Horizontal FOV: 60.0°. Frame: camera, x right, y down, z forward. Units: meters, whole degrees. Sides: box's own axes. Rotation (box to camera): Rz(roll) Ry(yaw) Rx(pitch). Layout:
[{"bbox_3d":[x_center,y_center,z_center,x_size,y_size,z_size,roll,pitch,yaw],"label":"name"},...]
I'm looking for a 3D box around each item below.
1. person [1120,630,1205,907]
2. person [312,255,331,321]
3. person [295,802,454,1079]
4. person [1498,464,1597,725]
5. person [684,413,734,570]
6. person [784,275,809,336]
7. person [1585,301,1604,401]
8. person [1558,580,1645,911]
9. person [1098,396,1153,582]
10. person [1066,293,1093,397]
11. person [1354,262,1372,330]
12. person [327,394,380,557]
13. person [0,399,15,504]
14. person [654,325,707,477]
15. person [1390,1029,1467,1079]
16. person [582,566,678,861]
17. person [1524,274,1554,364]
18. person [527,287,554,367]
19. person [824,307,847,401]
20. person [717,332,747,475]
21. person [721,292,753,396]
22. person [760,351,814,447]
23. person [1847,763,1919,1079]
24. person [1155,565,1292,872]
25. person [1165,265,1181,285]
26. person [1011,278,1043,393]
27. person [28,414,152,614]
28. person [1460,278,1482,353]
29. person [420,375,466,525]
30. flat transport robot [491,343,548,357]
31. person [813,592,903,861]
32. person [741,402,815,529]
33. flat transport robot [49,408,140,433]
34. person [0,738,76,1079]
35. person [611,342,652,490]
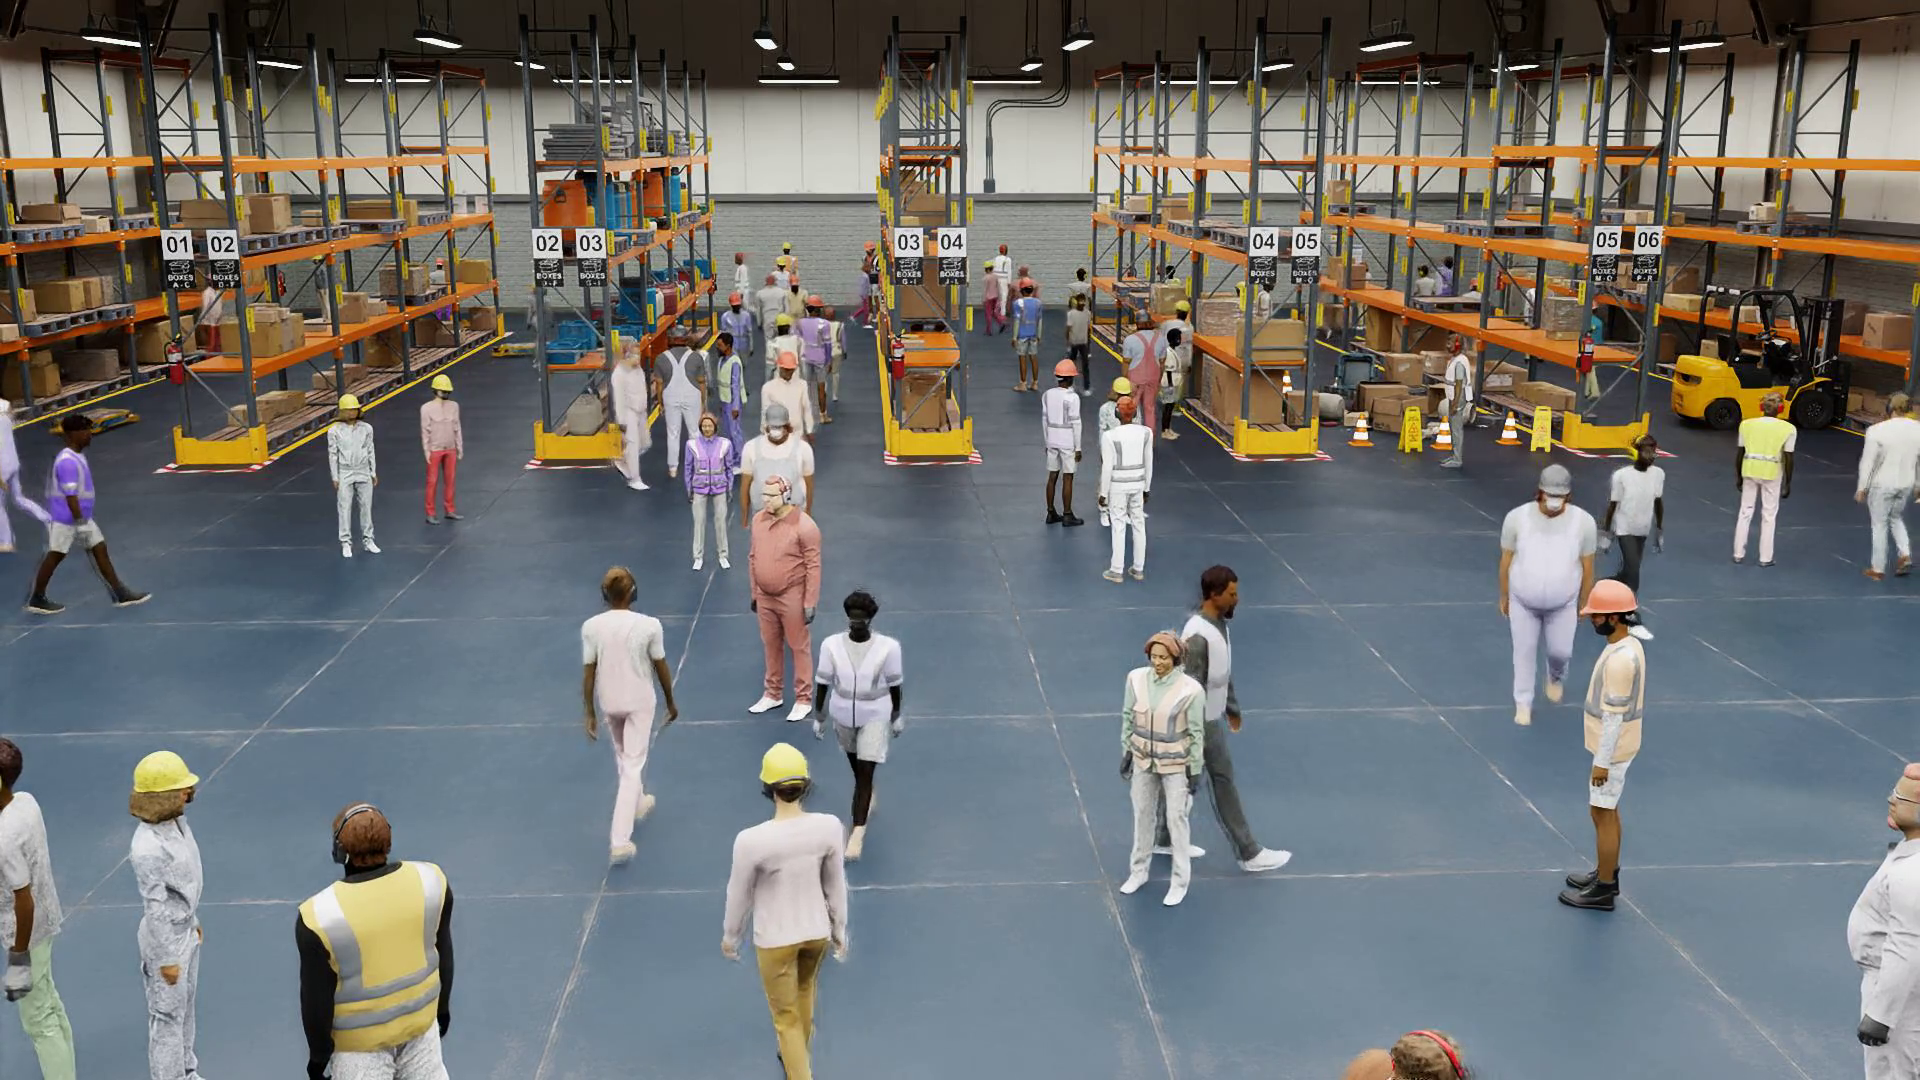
[{"bbox_3d":[1.171,1.306,9.624,0.521,1.632,0.314,9,16,35],"label":"person"},{"bbox_3d":[-15.860,-6.238,41.281,0.327,1.769,0.525,-12,18,-42],"label":"person"},{"bbox_3d":[-2.296,1.916,6.579,0.624,1.845,0.430,-12,18,-42],"label":"person"},{"bbox_3d":[4.430,0.387,12.630,0.687,2.000,0.630,5,14,20],"label":"person"},{"bbox_3d":[-2.600,-0.506,17.271,0.513,1.641,0.307,-3,14,-12],"label":"person"},{"bbox_3d":[-3.438,-4.689,34.799,0.573,1.732,0.663,-3,14,-14],"label":"person"},{"bbox_3d":[10.988,-3.284,28.906,0.604,1.716,0.560,-11,17,-38],"label":"person"},{"bbox_3d":[3.705,1.172,9.568,0.389,1.923,0.549,6,14,23],"label":"person"},{"bbox_3d":[1.670,-0.511,16.771,0.573,1.883,0.353,-6,14,-23],"label":"person"},{"bbox_3d":[2.098,-3.472,29.456,0.540,1.822,0.973,-4,14,-18],"label":"person"},{"bbox_3d":[9.678,-5.865,39.984,0.503,1.632,0.274,-9,16,-33],"label":"person"},{"bbox_3d":[-6.492,-0.691,17.839,0.495,1.744,0.299,-10,17,-37],"label":"person"},{"bbox_3d":[-11.139,-1.001,19.035,0.575,1.788,0.888,-8,15,-30],"label":"person"},{"bbox_3d":[-3.696,-1.858,22.136,0.673,2.000,0.536,-1,13,-3],"label":"person"},{"bbox_3d":[1.393,2.294,5.012,0.468,1.831,0.587,-13,18,-43],"label":"person"},{"bbox_3d":[-2.079,1.045,10.389,0.515,1.799,0.985,3,14,11],"label":"person"},{"bbox_3d":[11.722,-4.473,33.672,0.591,1.829,0.404,-1,13,-3],"label":"person"},{"bbox_3d":[-8.375,-4.333,33.344,0.485,1.705,0.692,7,15,28],"label":"person"},{"bbox_3d":[-2.220,-3.216,28.796,0.534,1.625,0.466,0,13,0],"label":"person"},{"bbox_3d":[-3.060,-1.835,22.331,0.362,1.910,0.589,-7,15,-26],"label":"person"},{"bbox_3d":[-3.890,-3.371,28.898,0.617,1.899,0.771,-8,15,-29],"label":"person"},{"bbox_3d":[-2.059,-1.259,19.741,0.626,1.985,0.434,-9,16,-32],"label":"person"},{"bbox_3d":[3.844,1.823,6.821,0.409,1.913,0.645,12,18,41],"label":"person"},{"bbox_3d":[1.607,1.076,10.049,0.880,1.877,0.606,4,14,16],"label":"person"},{"bbox_3d":[4.797,-5.429,38.010,0.532,1.694,0.319,11,17,40],"label":"person"},{"bbox_3d":[1.181,-3.669,29.804,0.616,2.041,0.382,-8,16,-31],"label":"person"},{"bbox_3d":[-8.316,-0.246,15.614,1.060,1.901,0.614,-4,14,-15],"label":"person"},{"bbox_3d":[10.376,-4.460,33.805,0.596,1.730,0.621,-1,13,-4],"label":"person"},{"bbox_3d":[-6.018,-1.055,19.368,0.388,1.755,0.534,10,17,37],"label":"person"},{"bbox_3d":[-9.158,-4.035,35.151,1.431,0.197,0.652,-4,14,-18],"label":"flat transport robot"},{"bbox_3d":[-0.637,1.101,10.459,0.543,1.640,0.923,3,14,12],"label":"person"},{"bbox_3d":[-1.718,-0.357,15.781,0.683,2.000,0.896,1,13,3],"label":"person"},{"bbox_3d":[-13.501,-1.865,25.957,0.652,0.197,1.431,1,13,3],"label":"flat transport robot"},{"bbox_3d":[-4.096,1.744,7.244,0.332,1.874,0.520,-6,14,-22],"label":"person"},{"bbox_3d":[-4.227,-1.596,21.358,0.531,1.893,0.663,5,14,19],"label":"person"}]
